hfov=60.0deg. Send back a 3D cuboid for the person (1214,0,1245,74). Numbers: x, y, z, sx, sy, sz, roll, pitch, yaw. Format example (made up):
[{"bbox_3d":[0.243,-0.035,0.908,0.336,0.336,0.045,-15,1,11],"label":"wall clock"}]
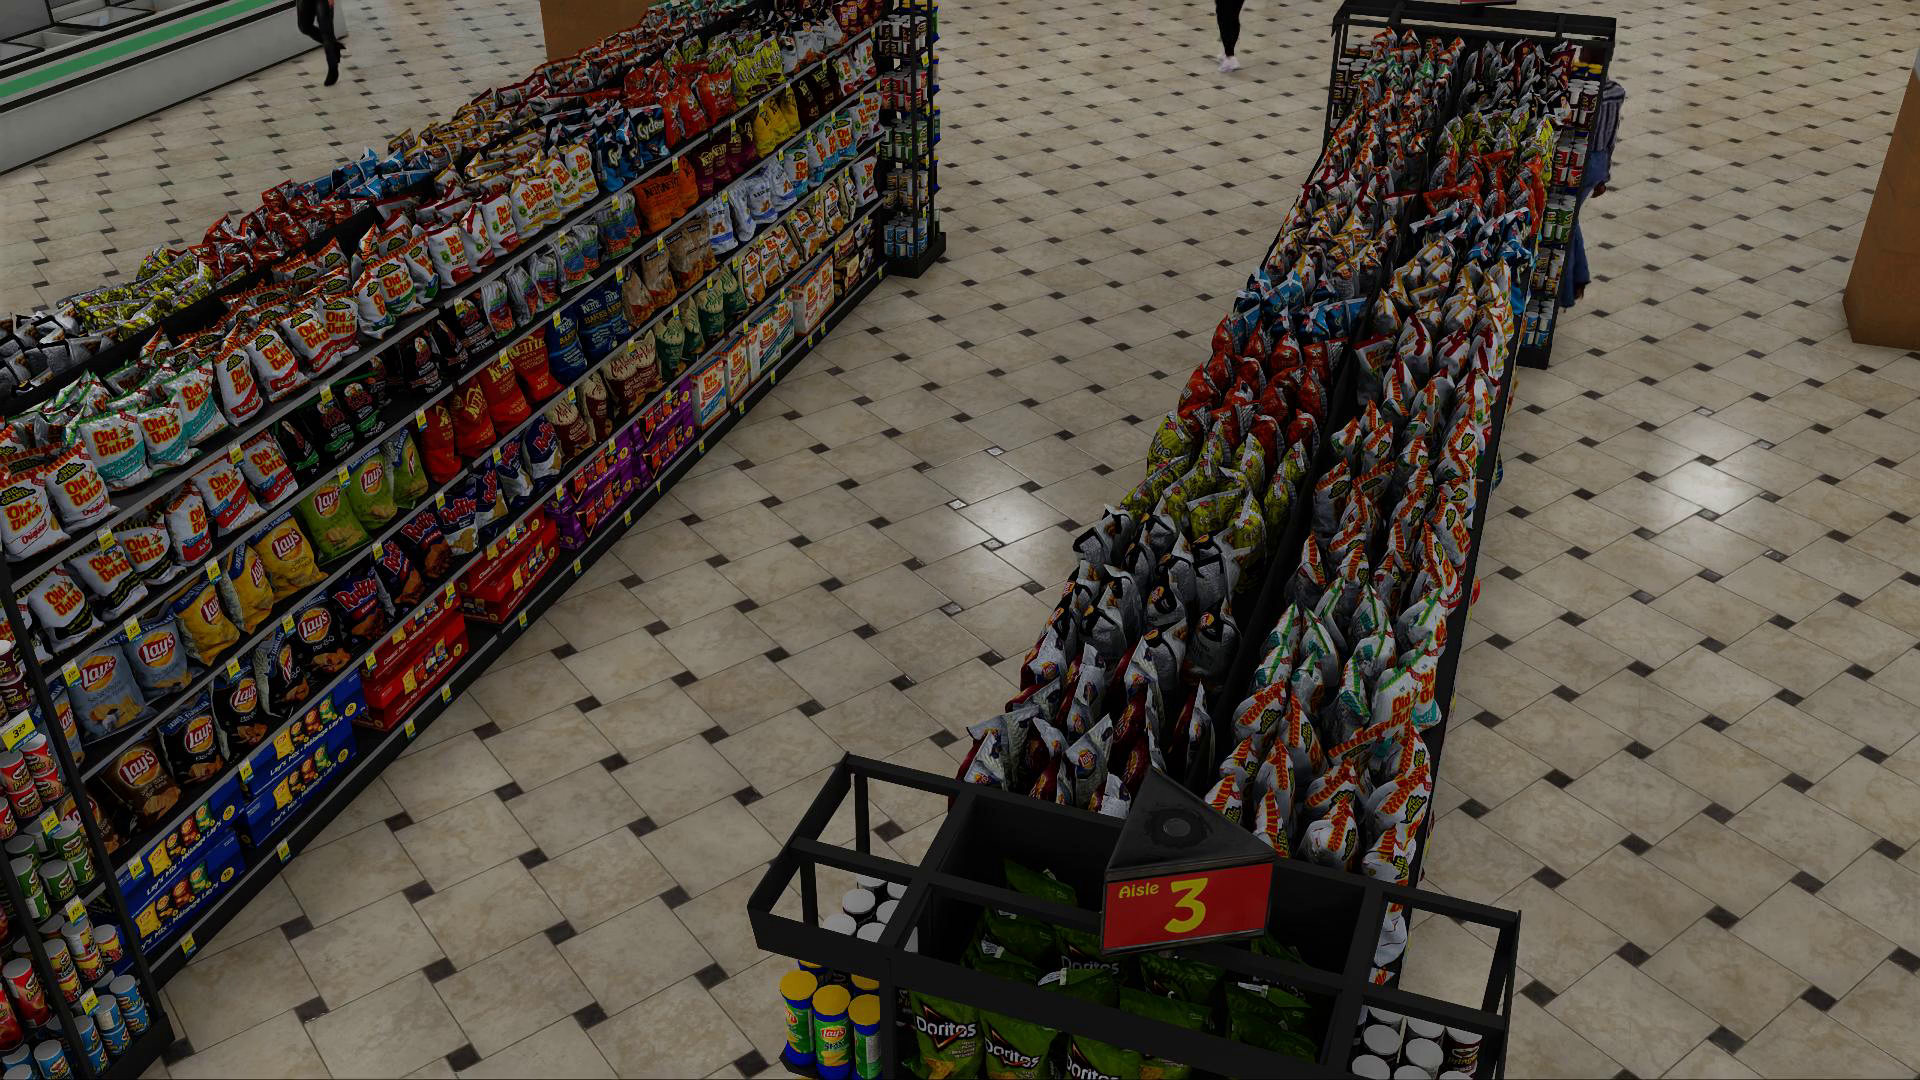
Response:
[{"bbox_3d":[2.505,-5.127,15.216,0.836,1.642,0.898,-13,34,-20],"label":"person"}]

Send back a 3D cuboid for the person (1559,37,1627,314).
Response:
[{"bbox_3d":[3.945,-2.215,10.405,0.736,1.780,0.828,-20,37,-29],"label":"person"}]

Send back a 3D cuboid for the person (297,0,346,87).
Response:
[{"bbox_3d":[-5.748,-4.912,14.932,0.620,1.576,0.705,9,33,14],"label":"person"}]
